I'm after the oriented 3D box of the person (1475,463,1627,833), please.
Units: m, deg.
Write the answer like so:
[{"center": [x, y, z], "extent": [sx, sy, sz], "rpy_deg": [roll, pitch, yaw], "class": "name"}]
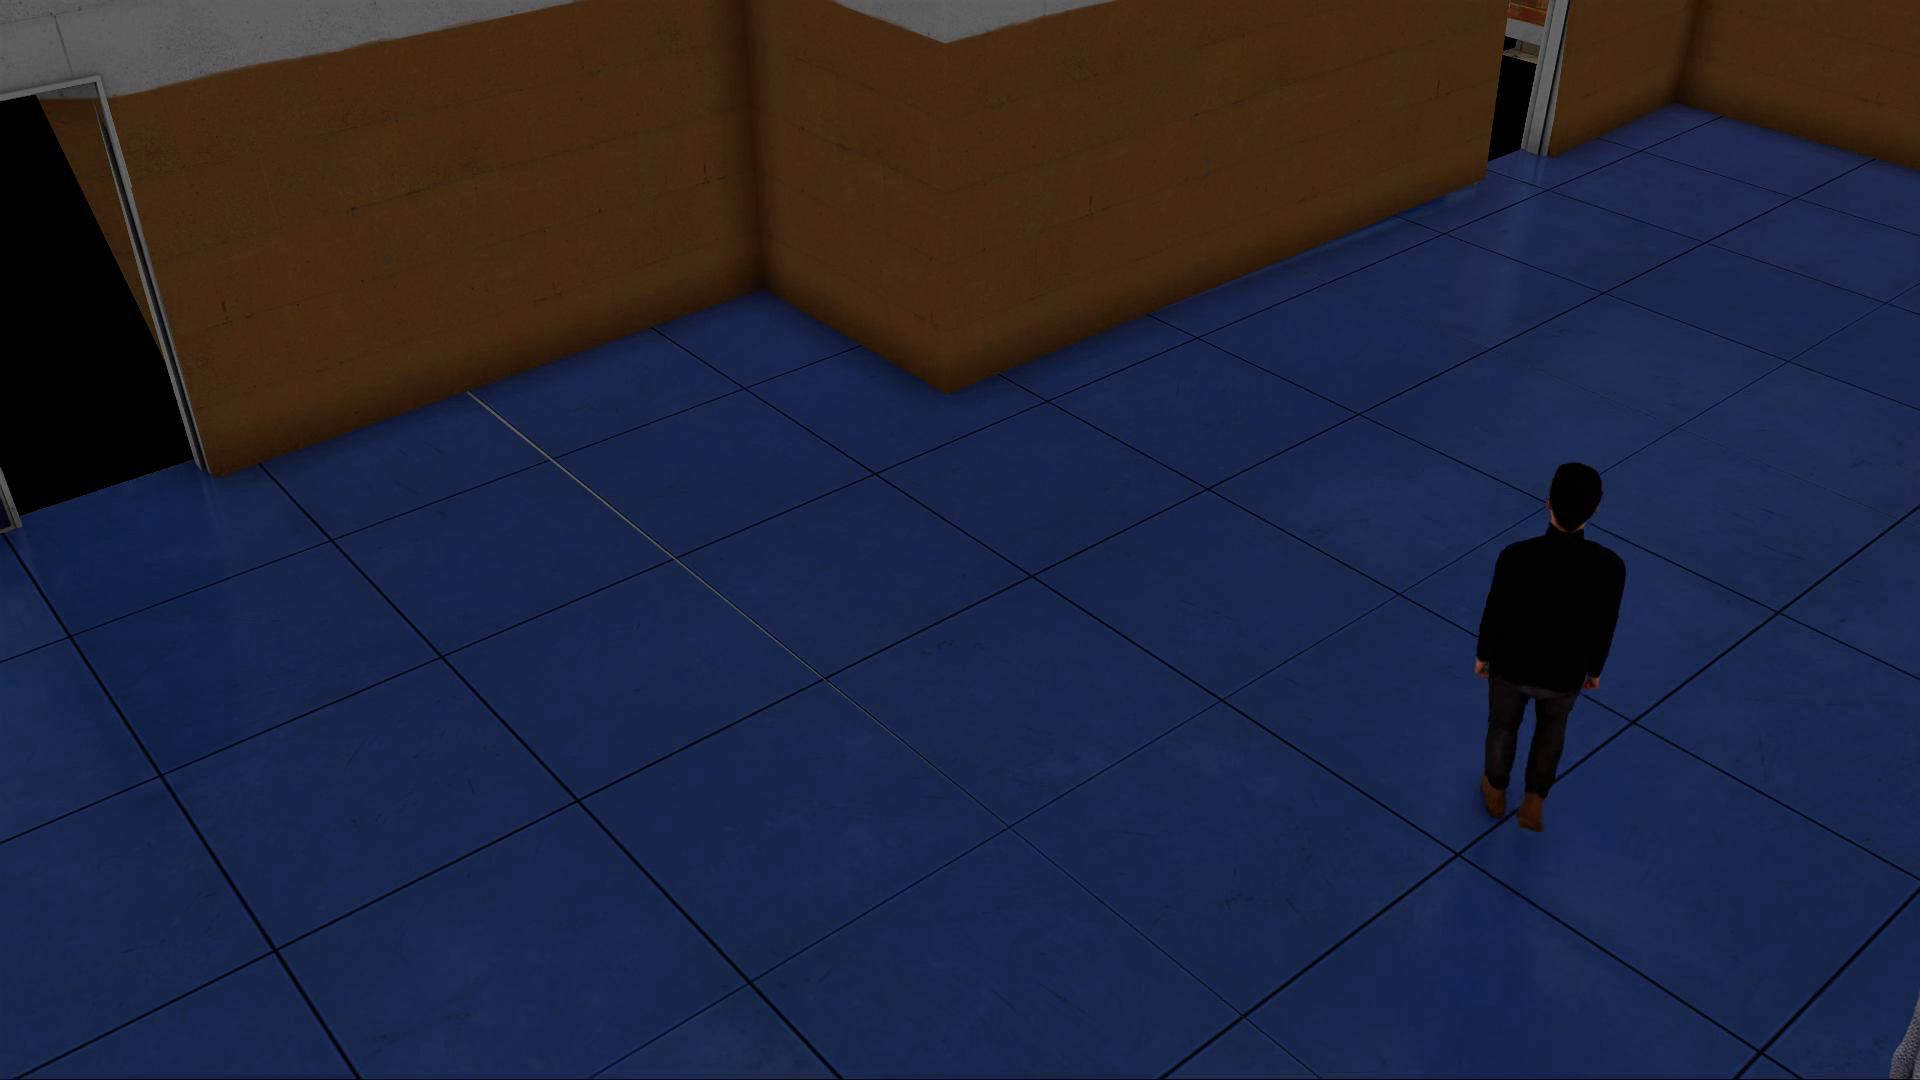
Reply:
[{"center": [2.326, 0.497, 6.637], "extent": [0.875, 1.716, 0.926], "rpy_deg": [8, 34, 12], "class": "person"}]
